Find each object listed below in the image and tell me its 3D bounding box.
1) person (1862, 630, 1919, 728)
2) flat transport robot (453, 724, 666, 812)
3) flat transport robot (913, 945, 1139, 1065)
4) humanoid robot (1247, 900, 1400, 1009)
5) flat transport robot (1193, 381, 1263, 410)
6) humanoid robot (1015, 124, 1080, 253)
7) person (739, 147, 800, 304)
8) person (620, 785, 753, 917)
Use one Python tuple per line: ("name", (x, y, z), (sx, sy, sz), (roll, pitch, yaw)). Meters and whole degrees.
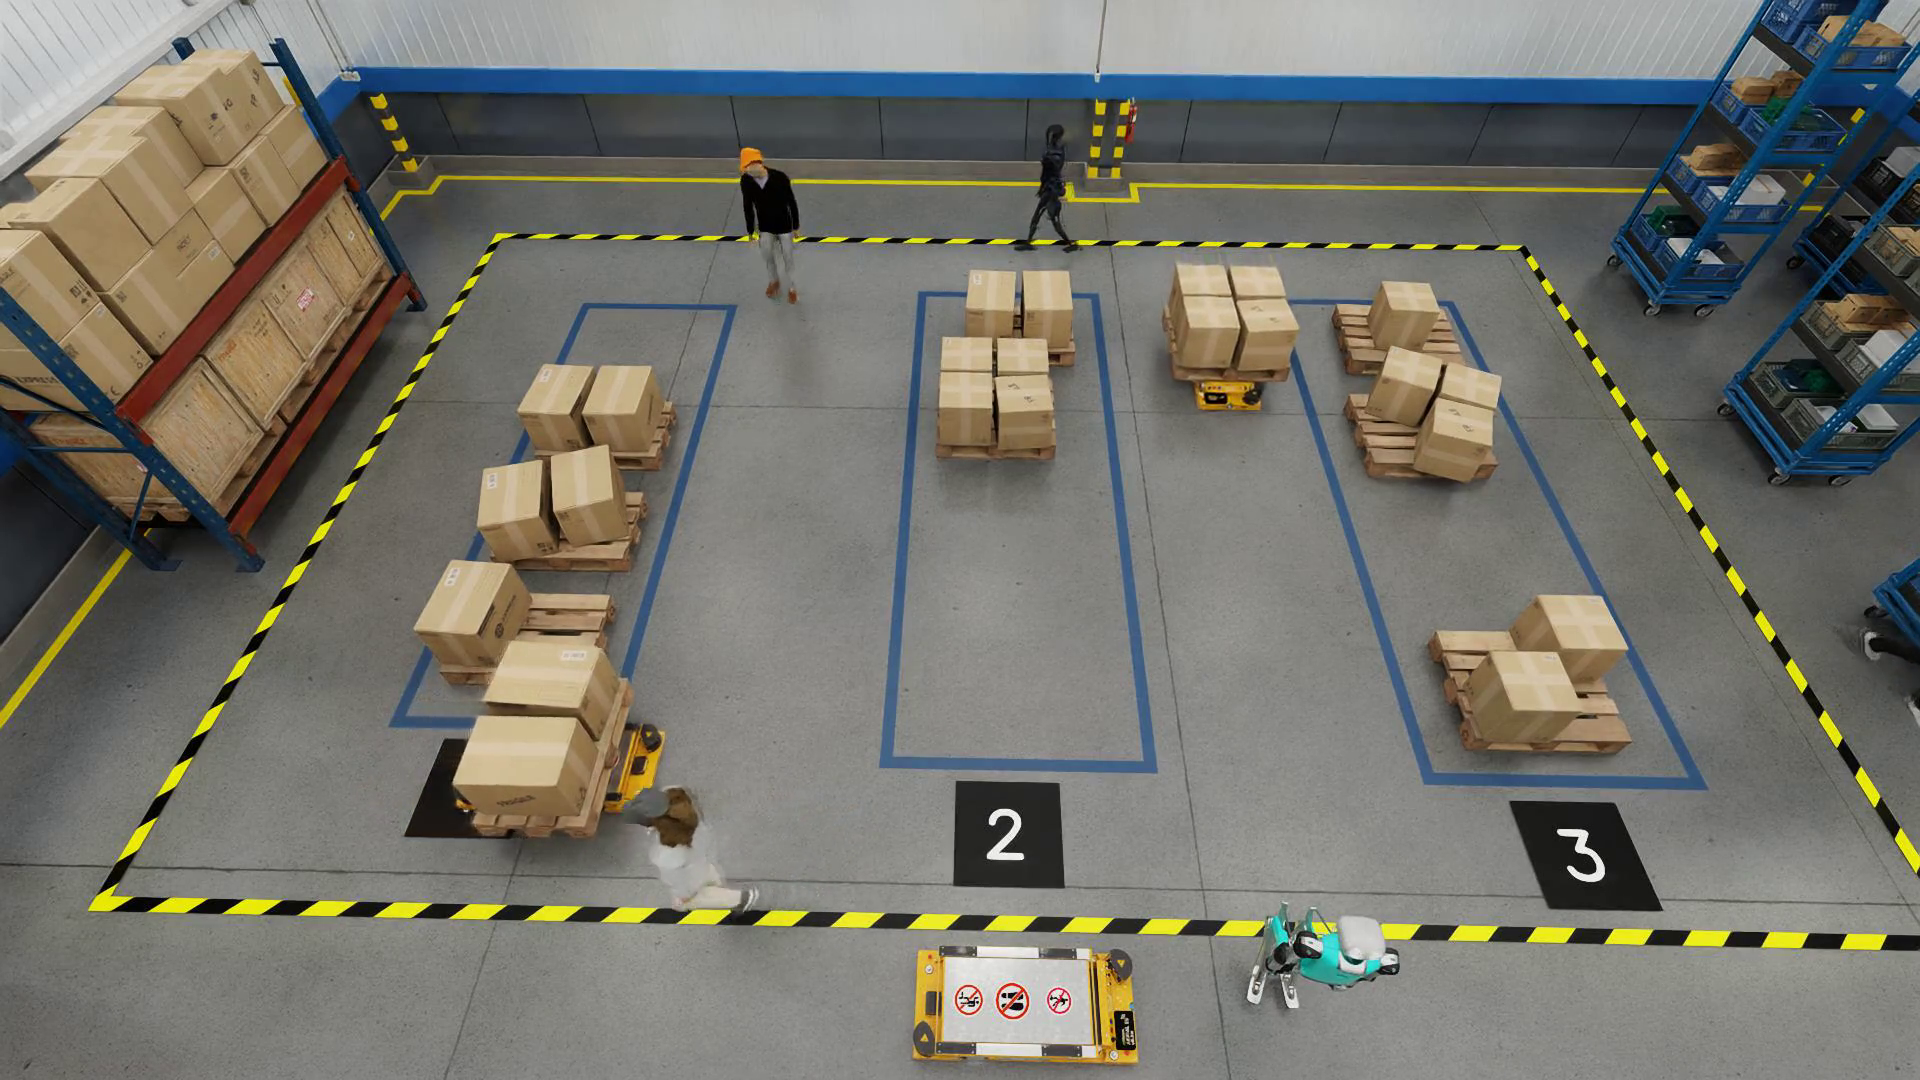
("person", (7.731, 0.680, 6.934), (0.622, 1.818, 0.773), (0, 51, 0))
("flat transport robot", (-3.067, 1.735, 7.053), (1.431, 0.197, 0.652), (1, 51, 1))
("flat transport robot", (0.422, 3.041, 6.007), (1.431, 0.231, 0.659), (1, 51, 1))
("humanoid robot", (2.113, 2.388, 5.503), (0.533, 1.681, 0.735), (9, 51, 7))
("flat transport robot", (2.864, -1.986, 10.087), (0.652, 0.197, 1.431), (1, 51, 1))
("humanoid robot", (1.109, -4.164, 11.018), (0.791, 1.644, 0.601), (-8, 51, -7))
("person", (-2.104, -3.543, 10.369), (0.626, 1.840, 0.414), (4, 51, 4))
("person", (-1.741, 2.023, 5.873), (0.448, 1.756, 0.579), (-9, 51, -7))
